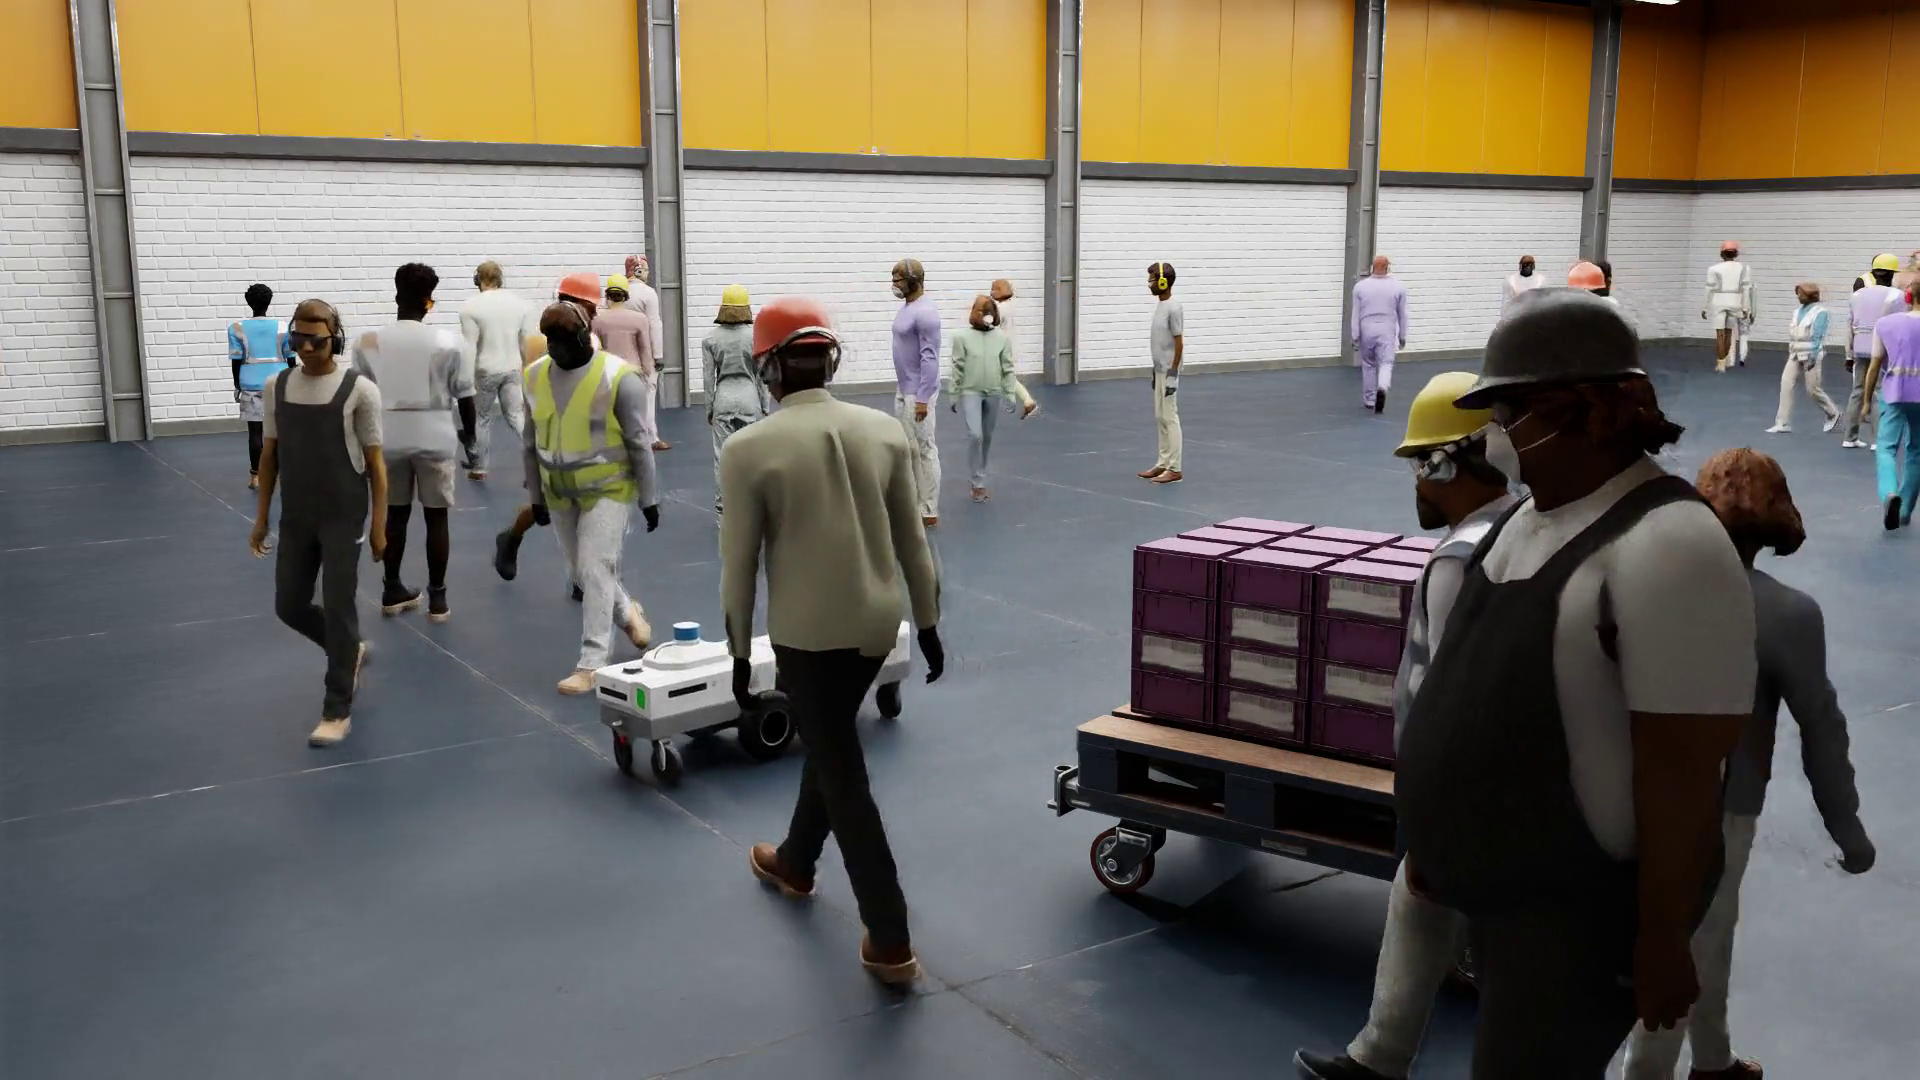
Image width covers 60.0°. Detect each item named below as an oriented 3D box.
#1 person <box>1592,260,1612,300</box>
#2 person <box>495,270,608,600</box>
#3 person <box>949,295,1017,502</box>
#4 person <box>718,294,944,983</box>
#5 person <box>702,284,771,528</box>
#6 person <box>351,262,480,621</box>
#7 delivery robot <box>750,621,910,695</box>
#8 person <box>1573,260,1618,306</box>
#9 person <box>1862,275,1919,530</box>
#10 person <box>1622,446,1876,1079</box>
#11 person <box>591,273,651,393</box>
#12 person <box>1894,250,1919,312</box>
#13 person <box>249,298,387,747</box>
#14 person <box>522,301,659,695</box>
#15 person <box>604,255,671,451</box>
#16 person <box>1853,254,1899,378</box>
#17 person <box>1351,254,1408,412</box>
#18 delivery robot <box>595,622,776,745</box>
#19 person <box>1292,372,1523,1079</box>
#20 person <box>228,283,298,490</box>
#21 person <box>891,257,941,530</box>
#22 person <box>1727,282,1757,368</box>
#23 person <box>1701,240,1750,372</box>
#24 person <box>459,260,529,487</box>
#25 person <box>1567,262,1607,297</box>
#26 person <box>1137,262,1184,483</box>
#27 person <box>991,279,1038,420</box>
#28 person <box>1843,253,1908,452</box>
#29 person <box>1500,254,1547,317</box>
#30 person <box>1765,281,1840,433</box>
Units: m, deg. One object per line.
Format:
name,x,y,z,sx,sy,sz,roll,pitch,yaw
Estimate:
person,5.647,-1.512,14.650,0.960,1.863,0.629,1,10,7
person,-2.337,-0.602,9.587,0.862,1.889,0.605,8,13,36
person,0.208,-1.106,13.079,0.514,1.608,0.667,-4,11,-19
person,-0.371,0.257,4.844,0.655,1.921,1.035,-8,13,-36
person,-1.586,-0.947,11.883,0.487,1.744,0.296,0,10,1
person,-2.933,-0.528,9.028,0.641,1.943,0.576,-1,10,-5
delivery robot,-0.541,0.481,7.053,0.477,0.478,0.707,10,14,43
person,5.634,-1.595,15.098,0.589,1.871,0.505,3,11,18
person,6.748,-0.970,11.802,0.574,1.827,0.777,4,11,23
person,1.774,0.591,3.779,0.647,1.607,0.538,-3,11,-18
person,-2.928,-1.405,14.330,0.533,1.767,0.325,-3,11,-14
person,14.054,-3.319,24.507,0.668,1.888,0.626,1,10,6
person,-2.660,-0.091,6.953,0.540,1.827,0.644,1,10,7
person,-1.706,-0.233,7.838,0.663,1.803,0.807,4,11,22
person,-3.131,-1.817,16.218,0.637,1.904,0.403,6,12,31
person,12.550,-2.986,22.792,0.625,1.844,0.429,-1,10,-5
person,4.990,-2.461,19.822,0.648,1.879,0.820,3,11,15
delivery robot,-1.077,0.569,6.574,0.477,0.478,0.707,10,14,43
person,1.097,0.526,3.705,0.825,1.776,0.656,6,12,31
person,-5.734,-1.262,13.734,0.536,1.696,0.318,-5,11,-25
person,-0.323,-1.031,11.822,0.371,1.934,0.627,-3,11,-17
person,12.402,-3.566,26.562,0.525,1.626,0.446,2,11,13
person,11.810,-3.618,25.756,0.637,2.018,0.824,1,10,7
person,-3.830,-1.381,13.895,0.966,1.895,0.671,10,14,44
person,4.049,-0.832,10.769,0.556,1.917,0.601,7,12,34
person,1.729,-1.411,14.099,0.331,1.864,0.513,-2,10,-10
person,0.522,-2.180,19.007,0.789,1.604,0.498,2,11,12
person,8.932,-1.826,16.225,0.395,1.918,0.595,-5,12,-27
person,8.063,-3.164,23.814,0.645,1.823,0.473,3,11,15
person,8.977,-1.924,17.581,0.723,1.612,0.517,-3,11,-14
